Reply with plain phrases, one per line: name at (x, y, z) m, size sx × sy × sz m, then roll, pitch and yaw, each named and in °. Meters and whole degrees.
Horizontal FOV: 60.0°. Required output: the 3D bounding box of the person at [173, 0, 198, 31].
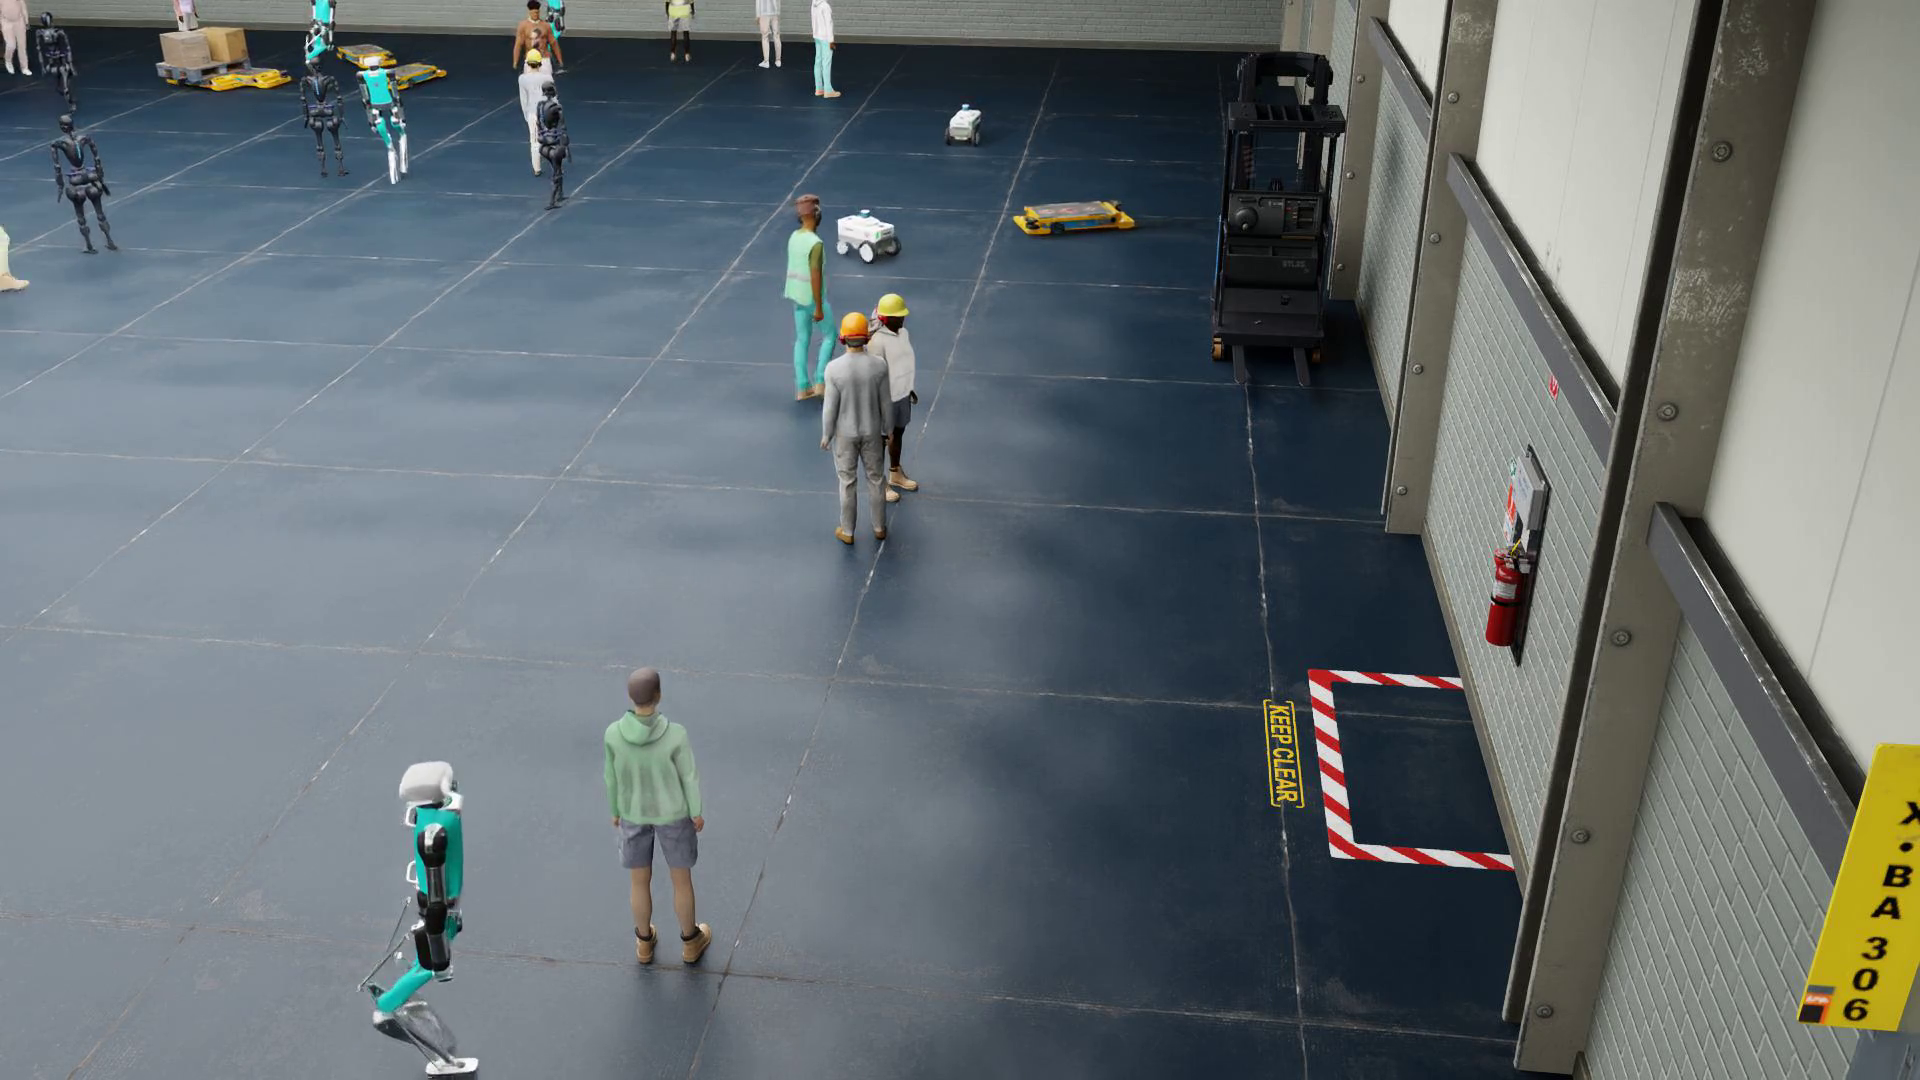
person at (-14.268, -9.780, 30.700) m, size 0.401 × 2.035 × 0.608 m, roll 3°, pitch 27°, yaw 6°

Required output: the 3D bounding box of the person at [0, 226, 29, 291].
person at (-10.984, -3.712, 18.754) m, size 0.665 × 1.874 × 0.563 m, roll -20°, pitch 33°, yaw -34°

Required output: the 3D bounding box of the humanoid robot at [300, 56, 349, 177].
humanoid robot at (-8.992, -5.982, 23.504) m, size 0.609 × 1.652 × 0.307 m, roll -4°, pitch 27°, yaw -8°

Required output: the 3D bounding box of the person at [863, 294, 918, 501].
person at (-0.588, -1.213, 13.890) m, size 0.401 × 1.764 × 0.536 m, roll 18°, pitch 32°, yaw 31°

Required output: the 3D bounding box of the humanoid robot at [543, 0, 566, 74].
humanoid robot at (-7.486, -9.198, 29.929) m, size 0.898 × 1.835 × 0.554 m, roll -23°, pitch 35°, yaw -38°

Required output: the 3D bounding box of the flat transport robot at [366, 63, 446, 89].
flat transport robot at (-9.852, -8.247, 29.602) m, size 0.659 × 0.231 × 1.431 m, roll 9°, pitch 28°, yaw 17°

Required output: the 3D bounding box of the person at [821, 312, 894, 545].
person at (-0.804, -0.871, 13.065) m, size 0.583 × 1.894 × 0.366 m, roll -8°, pitch 28°, yaw -15°

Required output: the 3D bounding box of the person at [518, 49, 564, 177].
person at (-5.922, -6.021, 23.482) m, size 0.526 × 1.772 × 0.303 m, roll 2°, pitch 27°, yaw 5°

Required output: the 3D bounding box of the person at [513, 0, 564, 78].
person at (-6.855, -7.814, 26.971) m, size 0.821 × 1.842 × 0.506 m, roll -9°, pitch 28°, yaw -18°

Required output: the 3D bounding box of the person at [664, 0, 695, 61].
person at (-5.250, -9.862, 31.240) m, size 0.558 × 1.687 × 0.360 m, roll -1°, pitch 27°, yaw -3°

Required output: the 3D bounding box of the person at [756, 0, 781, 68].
person at (-3.525, -9.687, 30.685) m, size 0.496 × 1.876 × 0.401 m, roll -14°, pitch 30°, yaw -25°

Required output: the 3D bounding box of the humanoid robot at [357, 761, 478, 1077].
humanoid robot at (-2.584, 1.863, 7.812) m, size 0.682 × 1.819 × 0.532 m, roll -4°, pitch 27°, yaw -9°

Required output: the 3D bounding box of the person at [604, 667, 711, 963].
person at (-1.575, 1.445, 8.609) m, size 0.481 × 1.740 × 0.319 m, roll 1°, pitch 27°, yaw 2°

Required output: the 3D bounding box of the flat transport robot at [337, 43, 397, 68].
flat transport robot at (-11.212, -9.138, 31.382) m, size 0.659 × 0.231 × 1.431 m, roll -18°, pitch 32°, yaw -32°

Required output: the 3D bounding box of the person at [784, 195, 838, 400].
person at (-1.445, -2.309, 15.884) m, size 0.512 × 1.946 × 0.524 m, roll 24°, pitch 35°, yaw 39°

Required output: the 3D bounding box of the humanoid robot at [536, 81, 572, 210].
humanoid robot at (-5.364, -5.255, 22.072) m, size 0.614 × 1.635 × 0.646 m, roll 19°, pitch 32°, yaw 33°

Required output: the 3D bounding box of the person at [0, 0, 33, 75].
person at (-17.085, -9.332, 29.962) m, size 0.445 × 1.888 × 0.642 m, roll 19°, pitch 32°, yaw 33°

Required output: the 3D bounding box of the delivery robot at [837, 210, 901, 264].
delivery robot at (-1.124, -3.692, 20.198) m, size 0.783 × 0.601 × 0.499 m, roll 21°, pitch 33°, yaw 35°

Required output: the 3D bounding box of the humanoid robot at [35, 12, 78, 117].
humanoid robot at (-14.677, -7.784, 27.137) m, size 0.587 × 1.636 × 0.683 m, roll -1°, pitch 27°, yaw -1°

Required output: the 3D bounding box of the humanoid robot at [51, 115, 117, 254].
humanoid robot at (-10.632, -4.296, 20.165) m, size 0.383 × 1.666 × 0.615 m, roll 19°, pitch 32°, yaw 32°

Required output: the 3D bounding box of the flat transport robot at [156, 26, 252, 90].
flat transport robot at (-13.306, -8.173, 29.454) m, size 1.431 × 0.231 × 0.659 m, roll 15°, pitch 30°, yaw 27°

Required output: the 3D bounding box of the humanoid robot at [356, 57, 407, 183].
humanoid robot at (-8.010, -5.899, 23.308) m, size 0.560 × 1.802 × 0.815 m, roll -3°, pitch 27°, yaw -6°

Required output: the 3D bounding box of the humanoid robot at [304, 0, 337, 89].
humanoid robot at (-11.110, -8.589, 28.659) m, size 0.546 × 1.743 × 0.885 m, roll 14°, pitch 30°, yaw 25°

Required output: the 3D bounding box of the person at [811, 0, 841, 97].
person at (-2.321, -8.531, 28.333) m, size 0.376 × 1.917 × 0.498 m, roll -20°, pitch 33°, yaw -34°

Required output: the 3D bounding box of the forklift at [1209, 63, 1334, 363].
forklift at (3.241, -3.477, 17.183) m, size 1.129 × 2.768 × 1.873 m, roll 3°, pitch 27°, yaw 6°

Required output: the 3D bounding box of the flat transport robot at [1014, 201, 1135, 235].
flat transport robot at (1.466, -4.144, 21.412) m, size 1.431 × 0.231 × 0.659 m, roll -6°, pitch 27°, yaw -13°

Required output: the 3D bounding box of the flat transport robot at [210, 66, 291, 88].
flat transport robot at (-12.706, -8.222, 29.552) m, size 1.431 × 0.231 × 0.659 m, roll 8°, pitch 28°, yaw 16°

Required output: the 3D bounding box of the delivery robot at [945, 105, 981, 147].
delivery robot at (0.078, -6.357, 25.511) m, size 0.499 × 0.596 × 0.775 m, roll 6°, pitch 27°, yaw 12°
